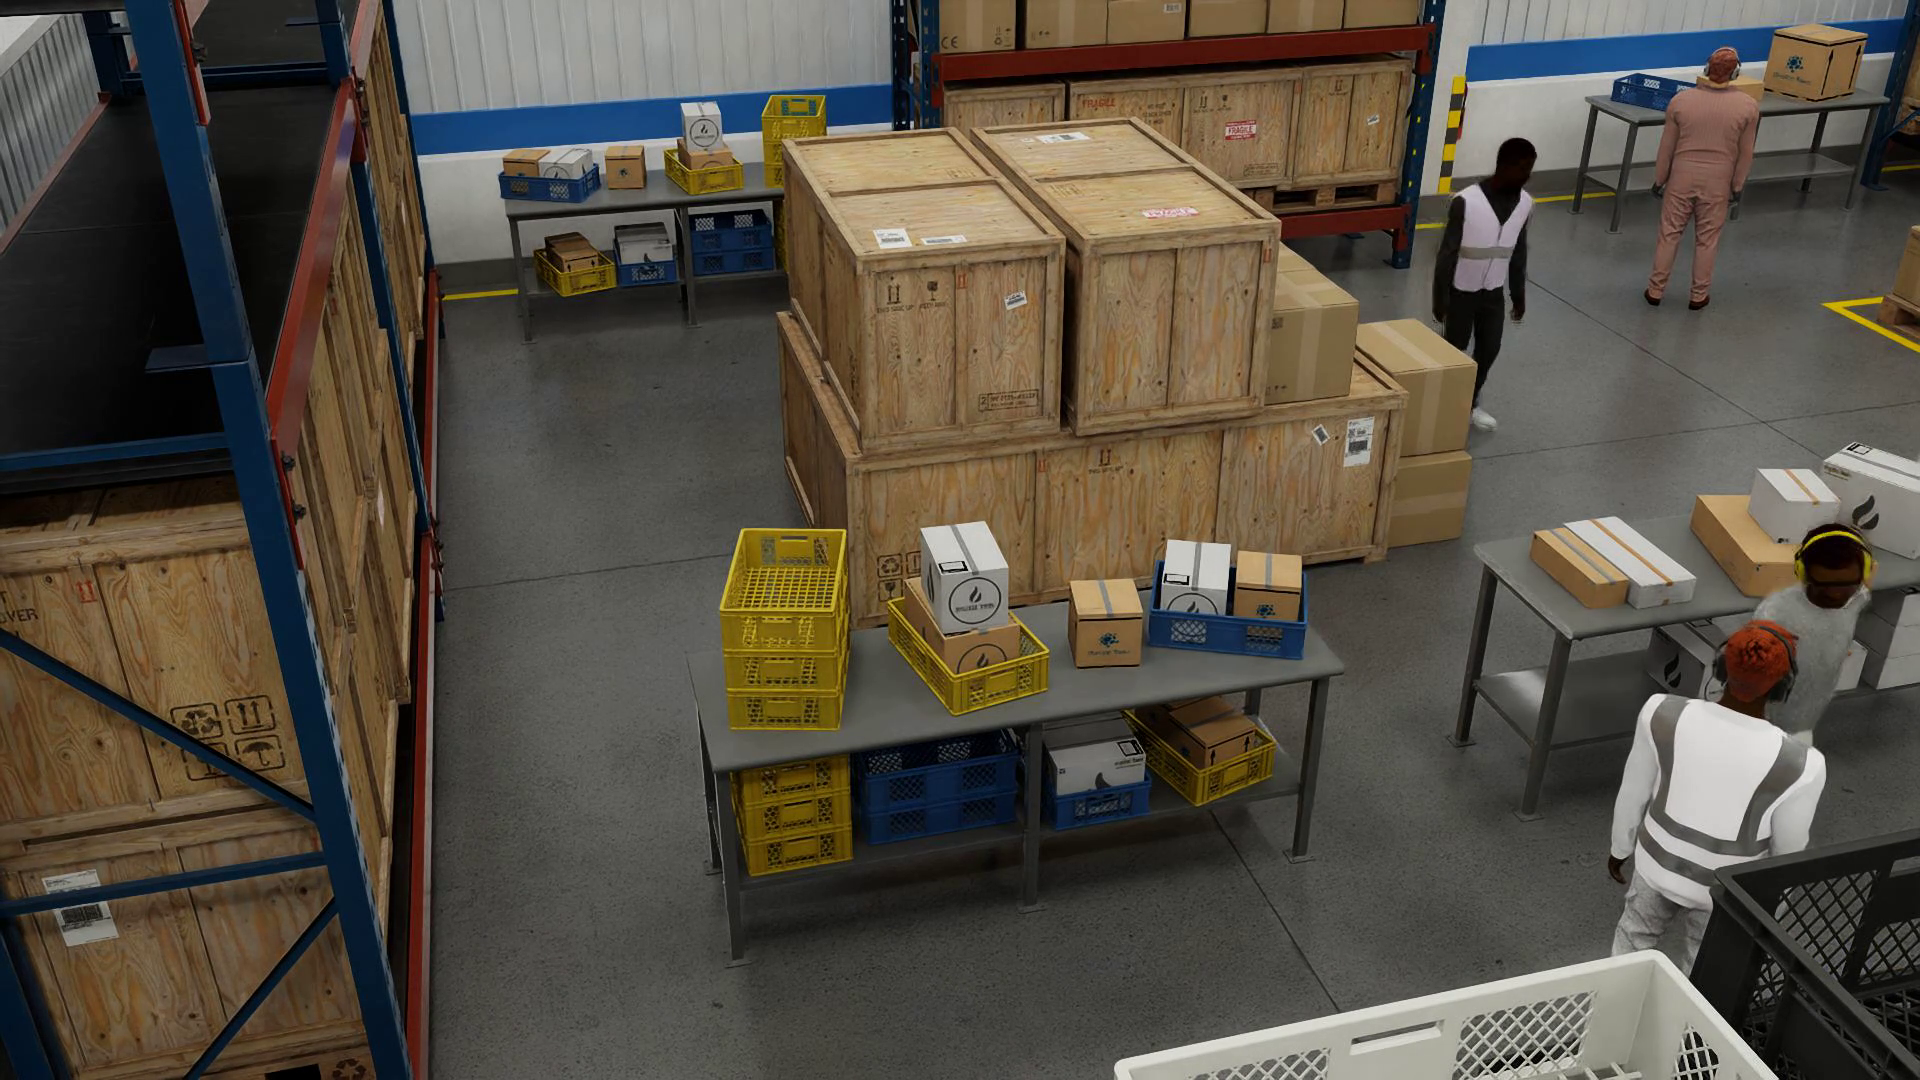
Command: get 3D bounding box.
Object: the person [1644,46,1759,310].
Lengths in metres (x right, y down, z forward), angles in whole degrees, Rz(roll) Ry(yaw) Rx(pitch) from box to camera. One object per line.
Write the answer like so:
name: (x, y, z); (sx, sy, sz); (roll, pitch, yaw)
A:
person: (5.422, -2.642, 12.200); (0.639, 1.911, 0.406); (12, 31, 21)

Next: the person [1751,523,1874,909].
person: (3.030, 0.703, 6.201); (0.546, 1.830, 0.481); (-8, 30, -14)

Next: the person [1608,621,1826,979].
person: (2.406, 1.099, 5.443); (0.580, 1.878, 0.344); (22, 36, 34)

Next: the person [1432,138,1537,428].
person: (3.152, -1.524, 10.202); (0.643, 1.885, 0.405); (-10, 30, -17)
